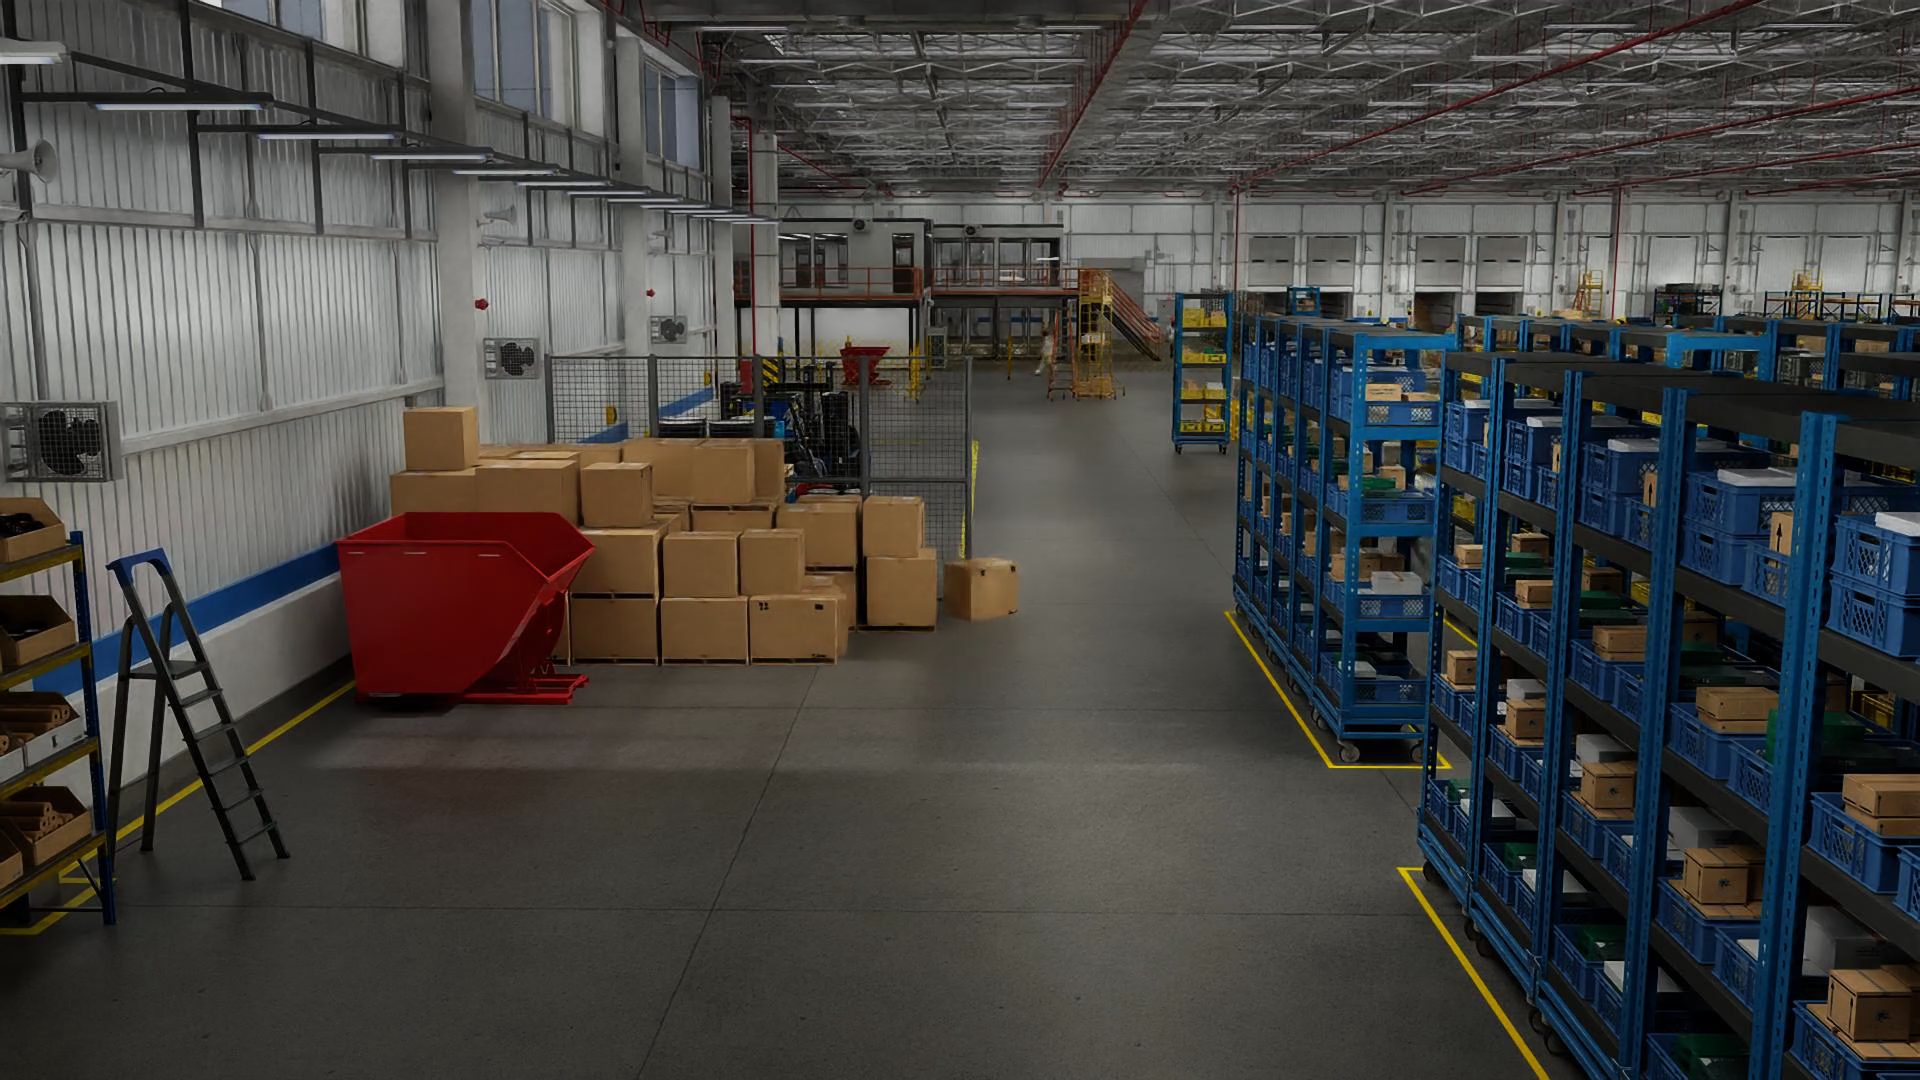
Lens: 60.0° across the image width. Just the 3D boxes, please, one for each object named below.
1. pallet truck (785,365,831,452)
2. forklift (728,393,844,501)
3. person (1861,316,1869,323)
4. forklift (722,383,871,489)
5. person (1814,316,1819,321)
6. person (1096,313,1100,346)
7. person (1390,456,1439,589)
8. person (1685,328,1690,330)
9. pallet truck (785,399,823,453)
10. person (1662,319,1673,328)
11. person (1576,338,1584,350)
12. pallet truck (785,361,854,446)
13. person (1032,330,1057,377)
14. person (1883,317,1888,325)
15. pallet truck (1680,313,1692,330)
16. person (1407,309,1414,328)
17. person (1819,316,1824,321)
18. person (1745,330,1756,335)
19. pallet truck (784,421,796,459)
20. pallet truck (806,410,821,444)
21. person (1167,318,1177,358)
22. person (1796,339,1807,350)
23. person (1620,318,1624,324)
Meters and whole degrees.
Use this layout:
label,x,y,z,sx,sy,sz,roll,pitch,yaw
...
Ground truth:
label,x,y,z,sx,sy,sz,roll,pitch,yaw
pallet truck,-3.774,-2.976,37.635,1.885,1.965,0.823,1,9,5
forklift,-2.979,-1.316,26.476,2.680,1.987,1.157,0,9,1
person,44.373,-10.103,81.907,0.888,1.903,0.643,4,10,21
forklift,-2.893,-1.687,28.729,2.680,1.987,1.157,0,9,-1
person,41.210,-9.798,80.009,0.395,1.910,0.586,-1,9,-6
person,7.396,-11.429,90.331,0.617,1.818,0.588,-8,12,-42
person,5.797,-0.234,21.402,0.947,1.790,0.601,3,10,19
person,26.660,-6.788,61.159,0.379,1.996,0.611,-4,10,-25
pallet truck,-3.814,-2.432,36.419,1.630,1.274,0.653,0,9,1
person,32.758,-9.304,77.088,0.520,1.864,0.329,1,9,6
person,24.471,-7.653,66.358,0.694,2.000,1.021,0,9,2
pallet truck,-3.410,-3.193,38.978,1.885,1.965,0.823,0,9,-1
person,3.315,-7.215,64.315,0.978,1.837,0.581,0,9,2
person,45.983,-10.163,82.512,0.726,1.826,0.523,1,9,6
pallet truck,36.315,-10.531,84.244,0.823,1.965,1.885,-6,11,-33
person,25.607,-12.184,94.692,0.398,1.918,0.586,6,11,34
person,42.956,-10.244,83.006,0.621,1.836,0.431,3,10,17
person,36.723,-9.395,77.470,0.665,1.918,0.419,-3,10,-19
pallet truck,-4.013,-1.793,32.705,1.601,1.201,0.680,0,9,1
pallet truck,-3.559,-2.018,33.905,1.522,1.261,0.704,0,9,-1
person,10.004,-9.494,78.203,0.546,1.896,0.997,-2,9,-10
person,28.139,-5.811,55.719,0.601,1.812,0.635,0,9,0
person,30.838,-9.416,77.611,0.586,1.919,0.398,8,12,40
